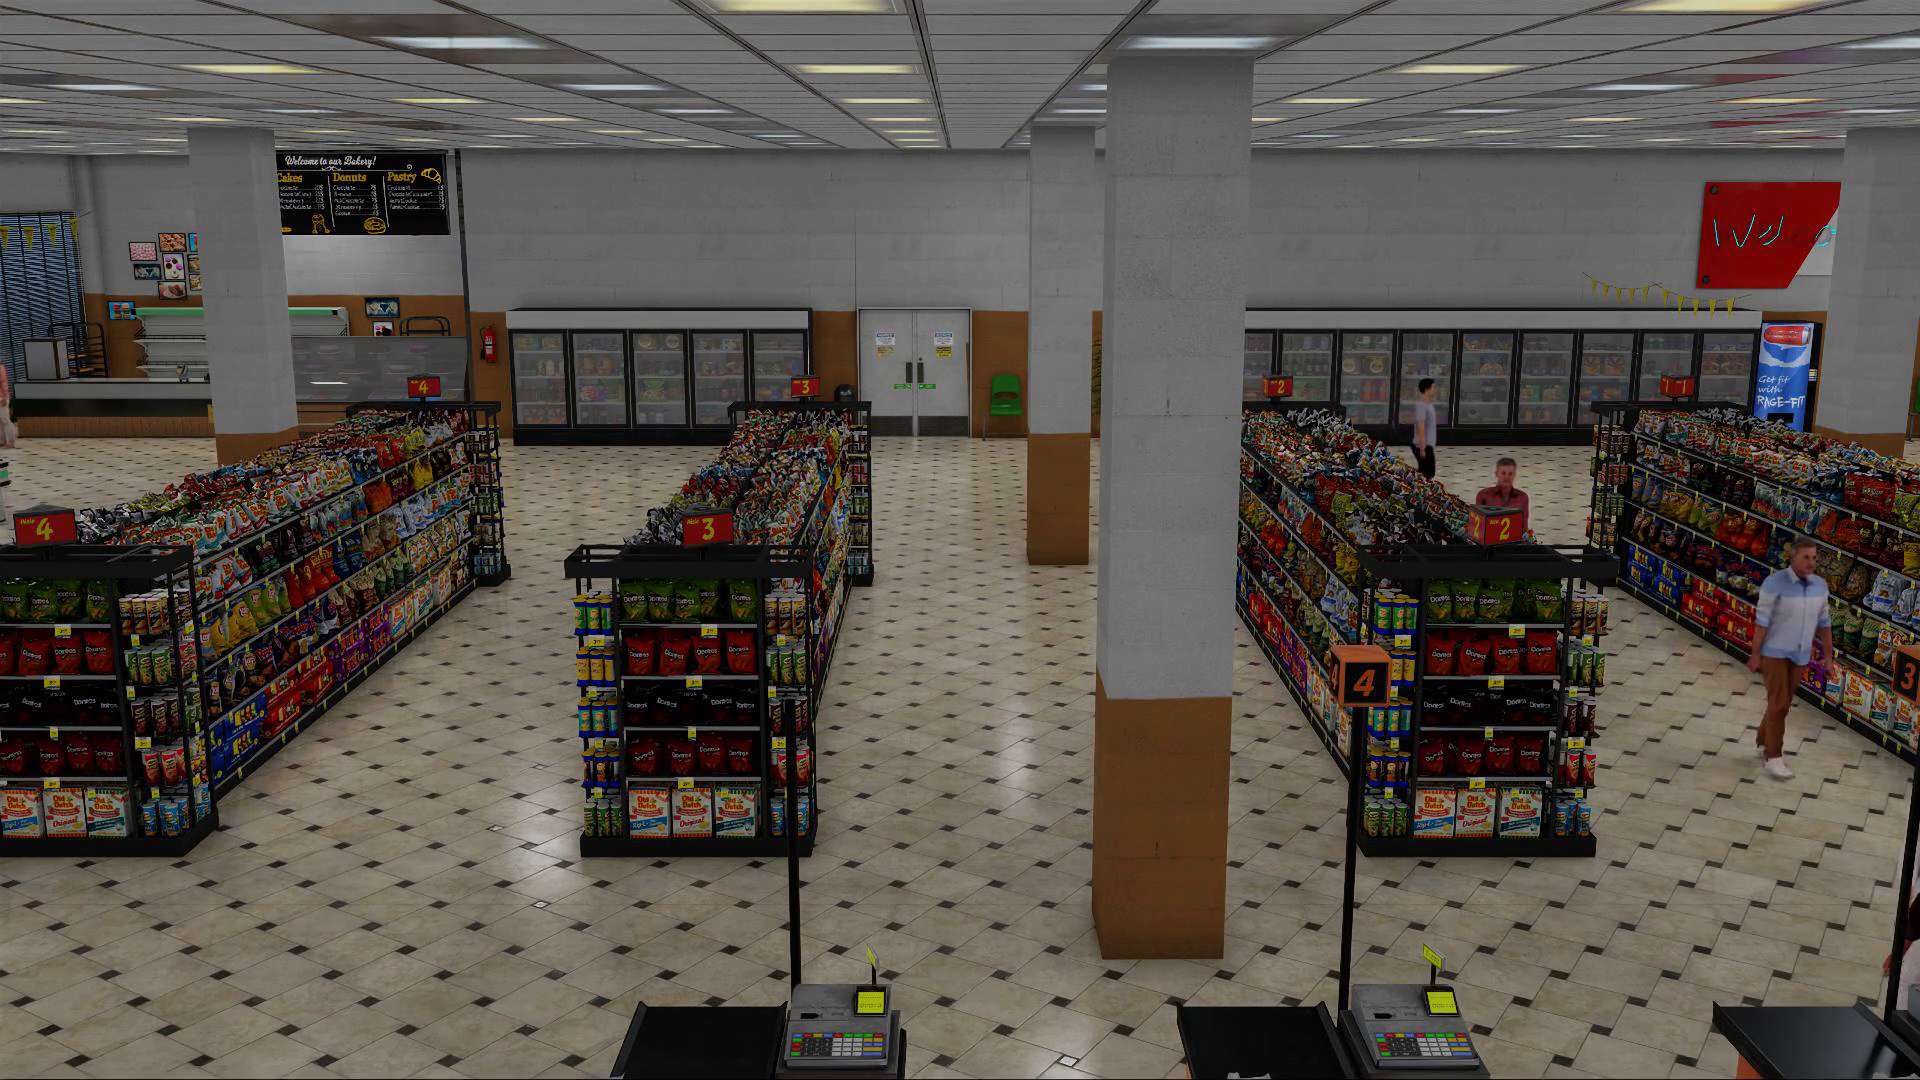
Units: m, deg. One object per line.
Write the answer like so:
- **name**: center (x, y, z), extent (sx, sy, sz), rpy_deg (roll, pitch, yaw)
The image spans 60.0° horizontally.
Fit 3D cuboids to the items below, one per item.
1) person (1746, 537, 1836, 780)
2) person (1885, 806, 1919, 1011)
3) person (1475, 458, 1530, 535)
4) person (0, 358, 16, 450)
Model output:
- **person**: center (6.179, 0.834, 12.574), extent (0.825, 1.797, 0.931), rpy_deg (-3, 12, -16)
- **person**: center (4.840, 1.808, 8.214), extent (0.600, 1.688, 0.545), rpy_deg (1, 12, 4)
- **person**: center (5.145, 0.119, 15.884), extent (0.711, 1.832, 0.595), rpy_deg (2, 12, 8)
- **person**: center (-16.261, -2.407, 28.143), extent (0.681, 1.723, 0.685), rpy_deg (7, 14, 29)
